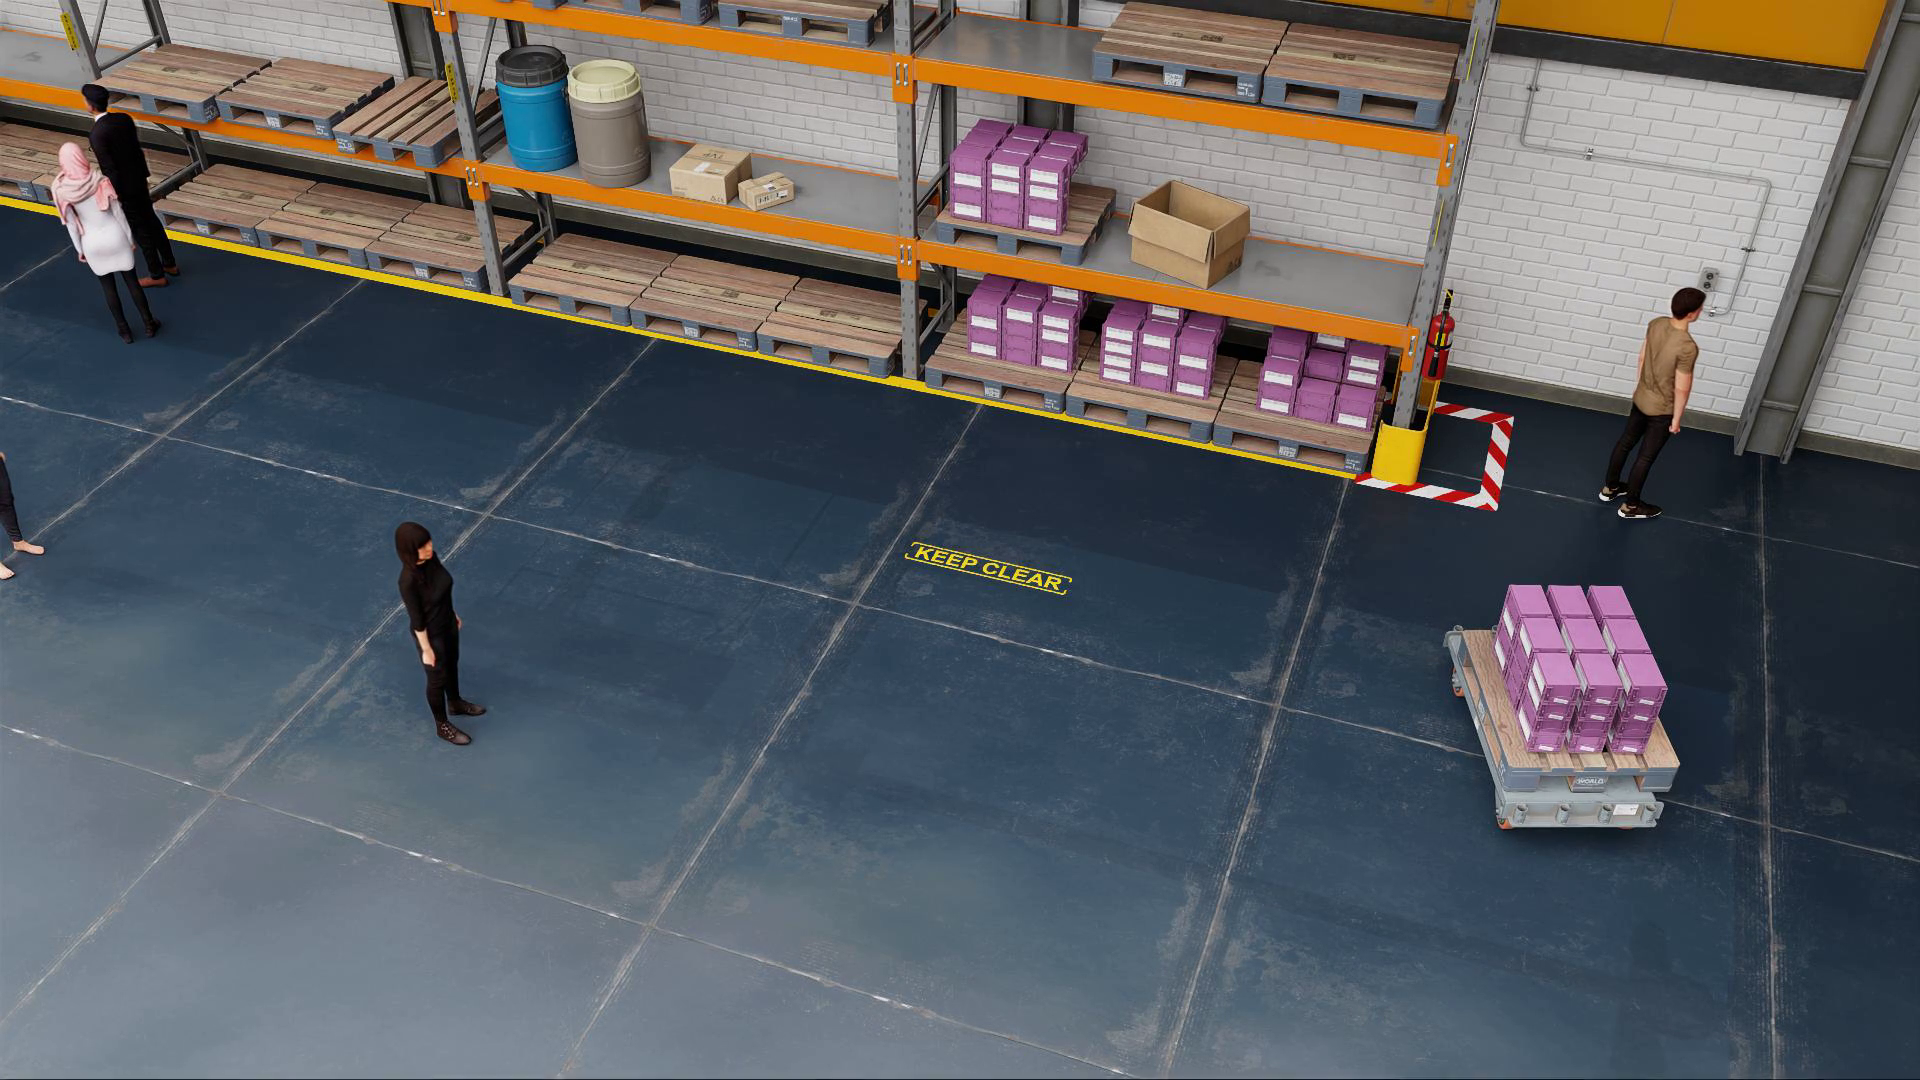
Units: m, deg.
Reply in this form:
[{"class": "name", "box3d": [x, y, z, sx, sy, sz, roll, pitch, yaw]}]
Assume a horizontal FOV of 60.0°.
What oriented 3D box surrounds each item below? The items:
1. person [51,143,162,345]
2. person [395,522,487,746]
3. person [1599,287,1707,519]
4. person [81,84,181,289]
[{"class": "person", "box3d": [-7.153, -2.484, 13.916, 0.735, 1.803, 0.795, -16, 41, -19]}, {"class": "person", "box3d": [-3.245, 0.545, 10.253, 0.552, 1.641, 0.621, 6, 39, 7]}, {"class": "person", "box3d": [5.030, -1.008, 12.030, 0.772, 1.851, 0.753, -10, 40, -12]}, {"class": "person", "box3d": [-7.327, -3.120, 14.650, 0.621, 1.881, 0.739, 5, 39, 6]}]
